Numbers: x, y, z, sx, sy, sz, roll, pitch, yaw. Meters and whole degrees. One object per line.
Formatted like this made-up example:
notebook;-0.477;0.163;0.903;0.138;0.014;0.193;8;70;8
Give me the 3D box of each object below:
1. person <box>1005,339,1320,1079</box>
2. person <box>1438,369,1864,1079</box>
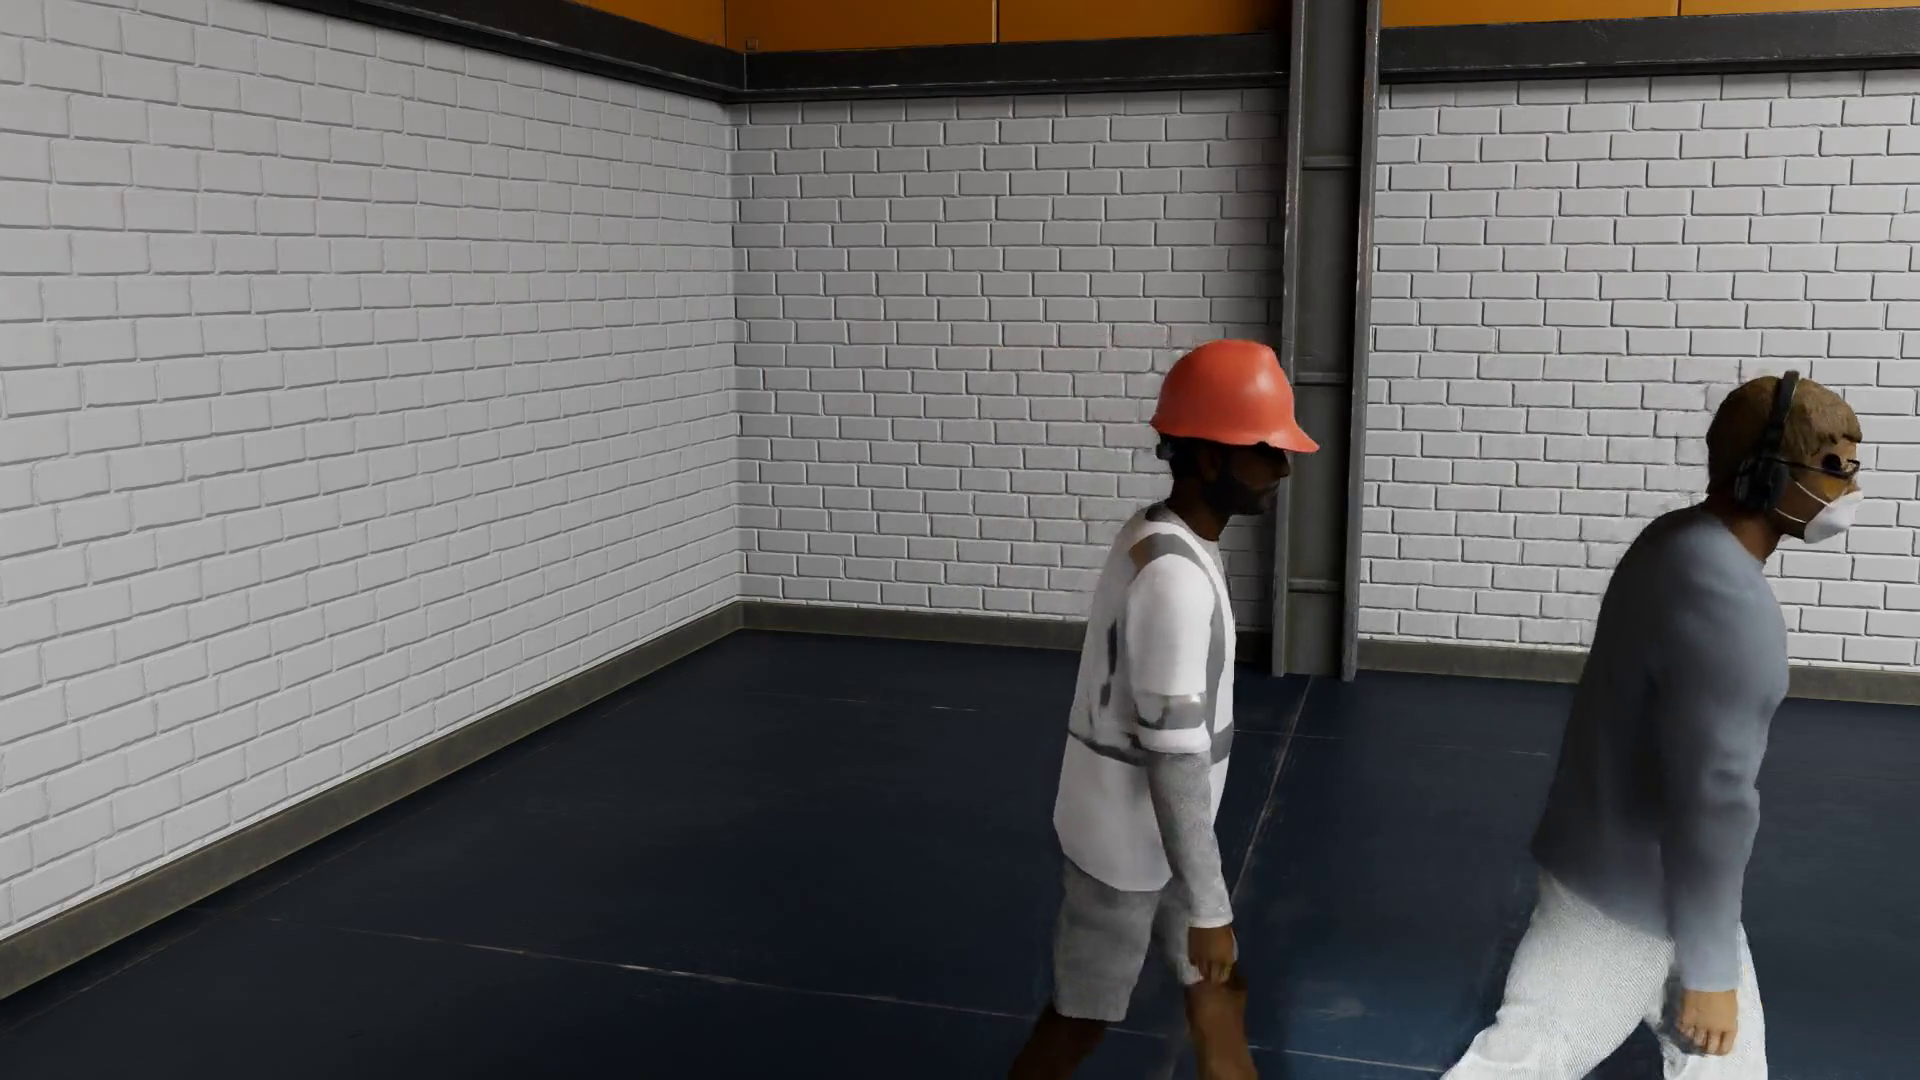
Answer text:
person;0.439;0.569;3.175;0.972;1.880;0.554;2;9;10
person;1.210;0.624;2.987;1.061;1.867;0.629;4;10;23
